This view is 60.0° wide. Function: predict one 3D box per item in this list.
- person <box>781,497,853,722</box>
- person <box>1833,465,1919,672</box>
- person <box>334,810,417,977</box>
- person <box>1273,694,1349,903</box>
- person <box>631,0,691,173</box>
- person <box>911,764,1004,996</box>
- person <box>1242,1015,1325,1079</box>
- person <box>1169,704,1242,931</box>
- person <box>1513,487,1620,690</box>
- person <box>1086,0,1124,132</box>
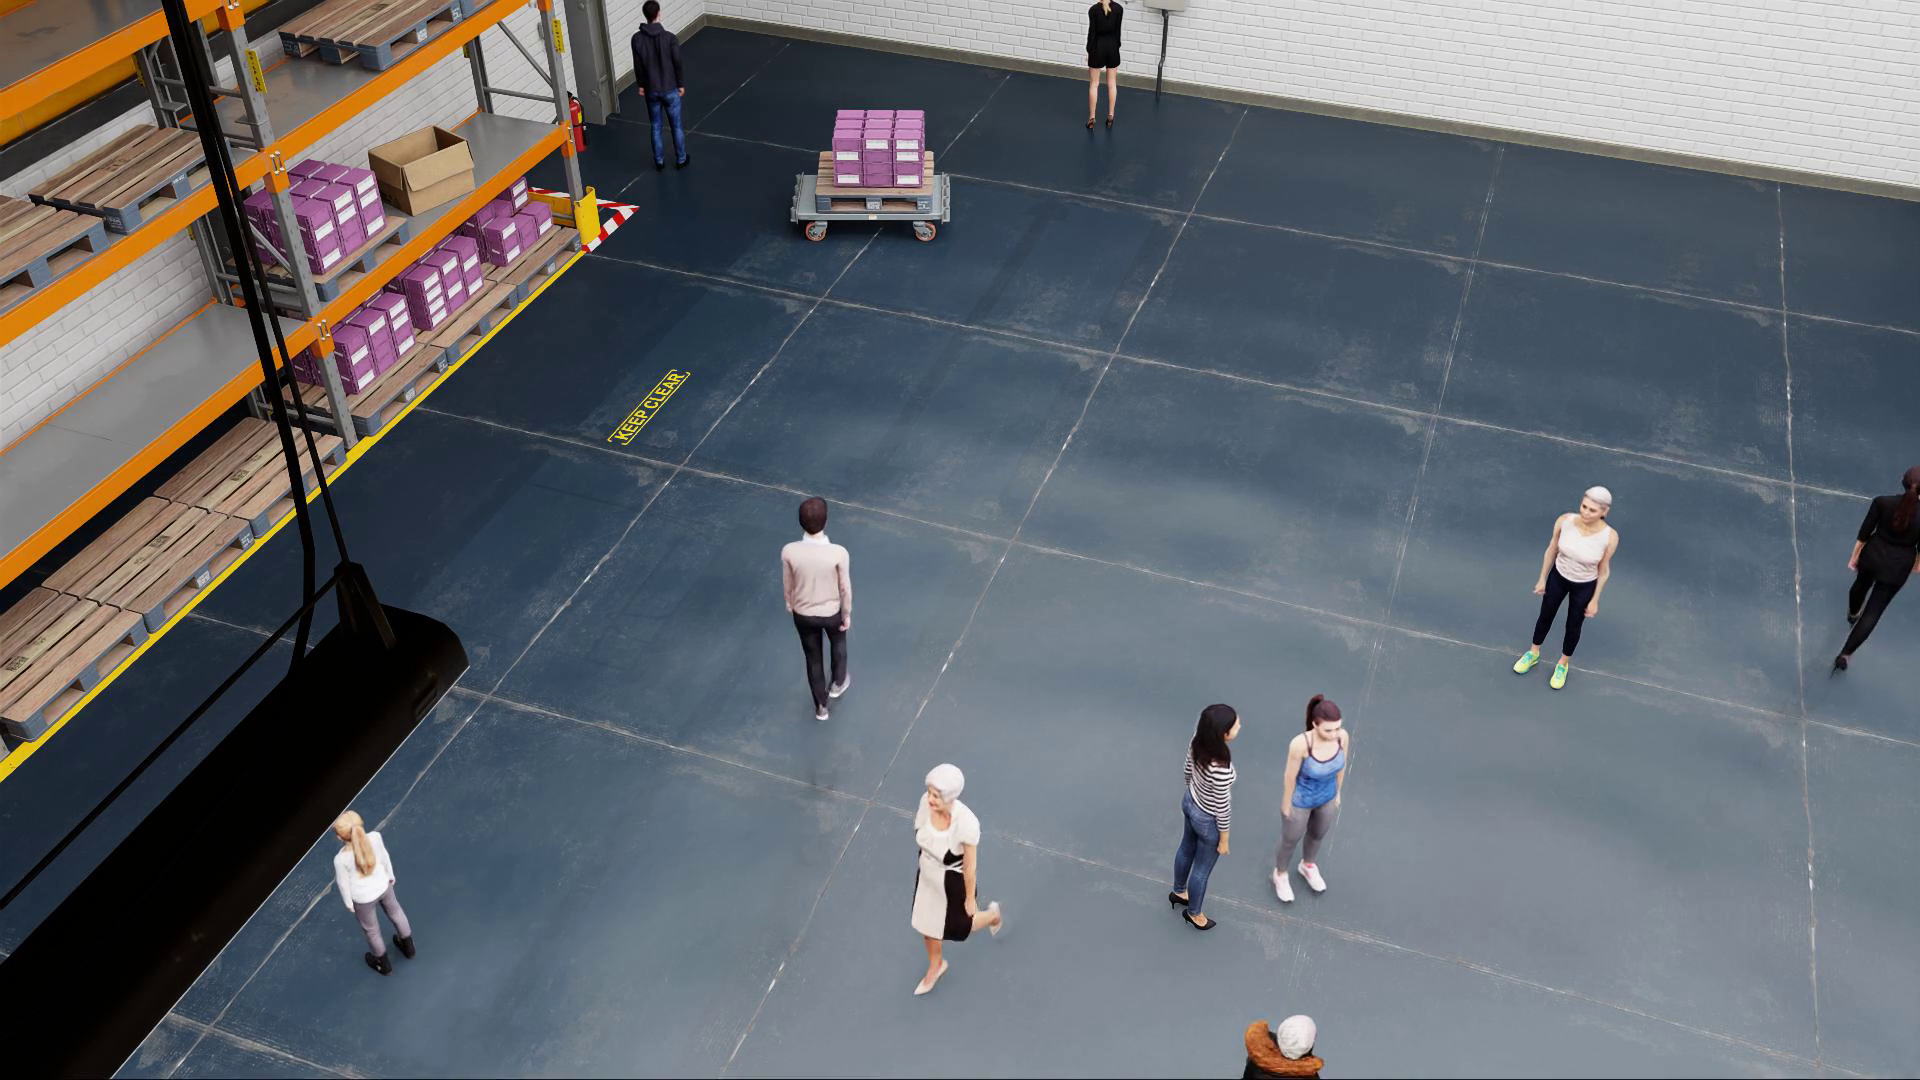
[{"bbox_3d":[-0.979,0.528,11.366,0.743,1.795,0.787,-1,39,-1],"label":"person"},{"bbox_3d":[6.564,0.241,11.869,0.889,1.617,1.156,31,48,33],"label":"person"},{"bbox_3d":[-3.481,2.079,9.840,0.597,1.276,0.499,26,45,29],"label":"person"},{"bbox_3d":[2.153,1.574,10.206,0.650,1.609,0.697,-11,40,-14],"label":"person"},{"bbox_3d":[-3.264,-4.934,18.130,0.747,1.889,0.708,-1,39,-1],"label":"person"},{"bbox_3d":[-0.008,1.938,9.649,1.050,1.734,0.870,-32,48,-33],"label":"person"},{"bbox_3d":[1.549,2.965,8.454,0.805,1.622,0.973,30,47,32],"label":"person"},{"bbox_3d":[1.465,1.654,9.957,0.725,1.795,0.636,-12,40,-14],"label":"person"},{"bbox_3d":[4.313,0.312,11.713,0.664,1.701,0.637,25,45,28],"label":"person"},{"bbox_3d":[1.634,-5.552,19.001,0.646,1.768,0.673,-9,39,-11],"label":"person"}]
